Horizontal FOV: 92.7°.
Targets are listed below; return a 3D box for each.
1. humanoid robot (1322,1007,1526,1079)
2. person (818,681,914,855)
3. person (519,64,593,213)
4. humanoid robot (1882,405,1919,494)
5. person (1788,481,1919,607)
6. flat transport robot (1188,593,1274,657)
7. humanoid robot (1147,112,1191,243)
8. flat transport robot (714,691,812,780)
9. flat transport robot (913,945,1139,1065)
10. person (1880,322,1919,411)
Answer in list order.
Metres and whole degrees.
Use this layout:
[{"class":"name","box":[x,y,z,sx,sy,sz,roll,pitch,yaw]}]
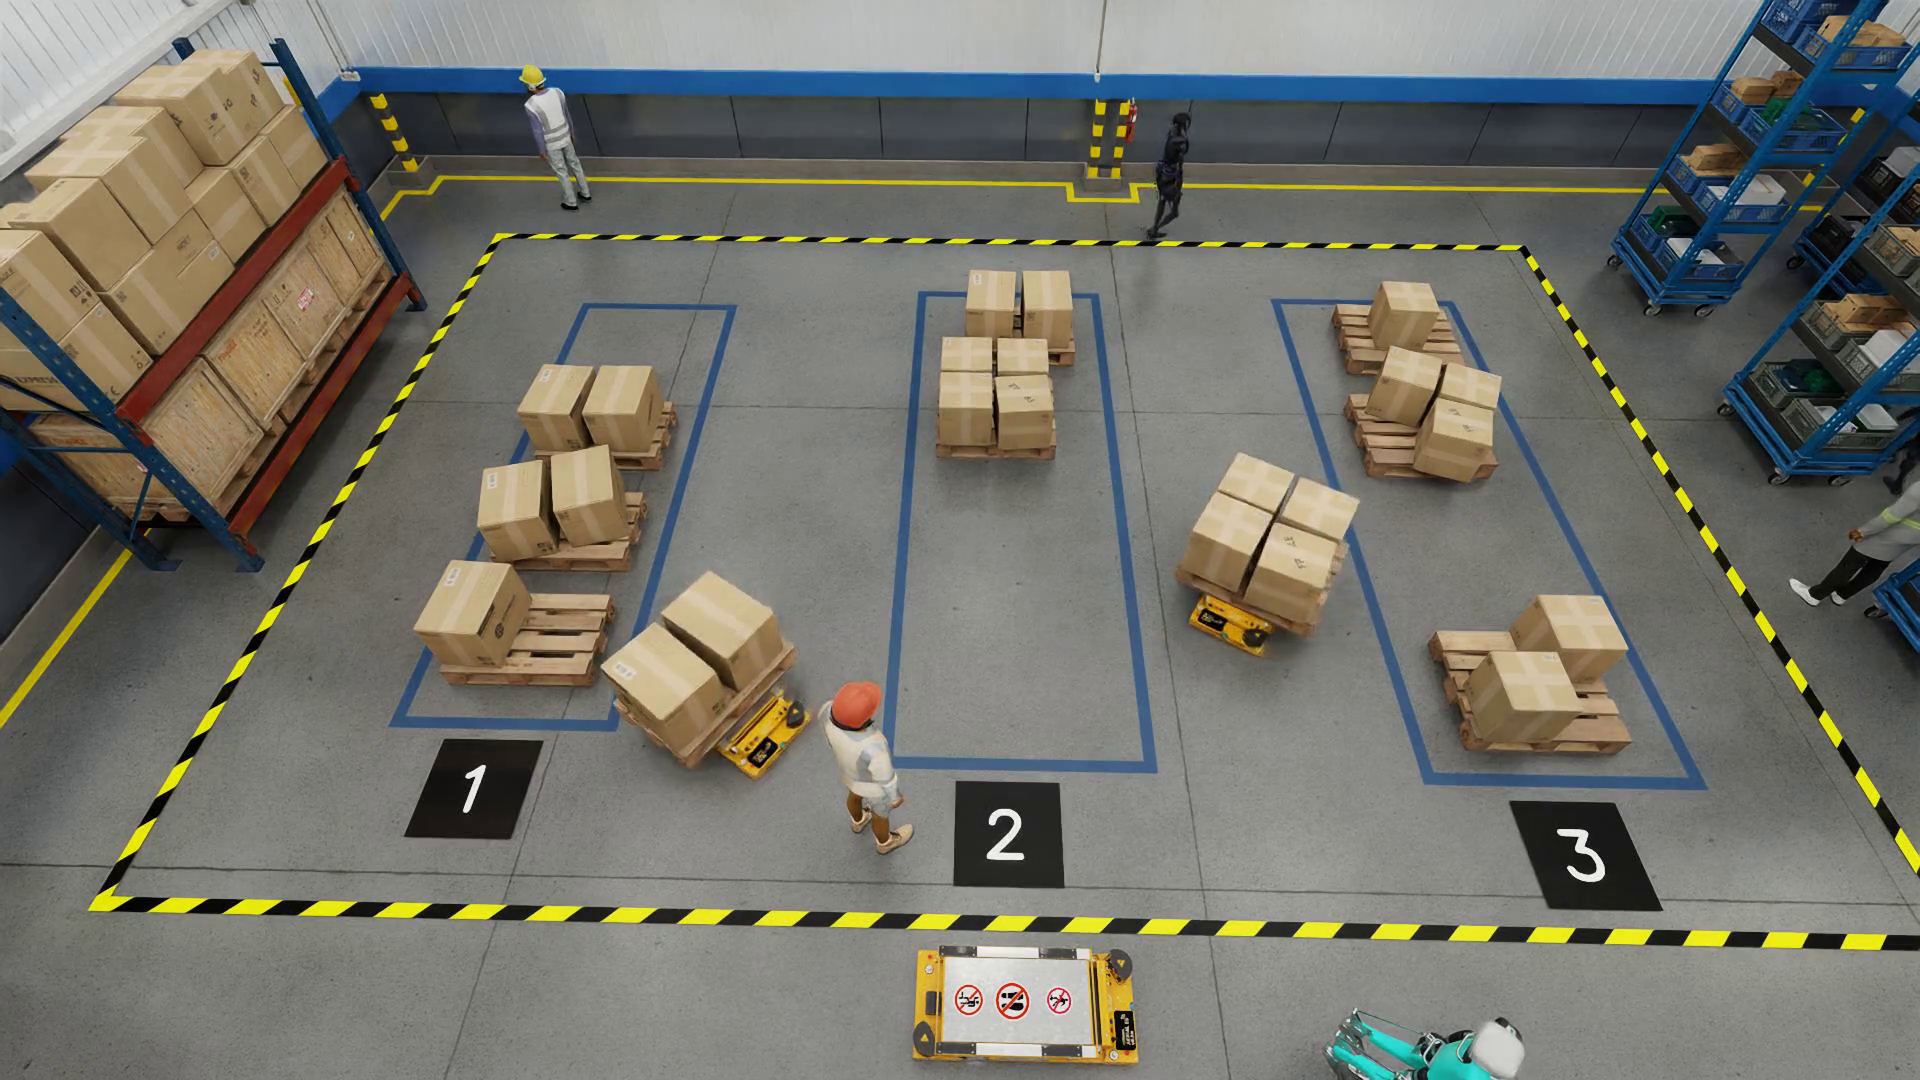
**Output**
[{"class":"humanoid robot","box":[2.442,2.847,5.133,0.533,1.673,0.735,-35,59,-25]},{"class":"person","box":[-0.611,1.528,6.095,0.607,2.048,0.365,36,59,25]},{"class":"person","box":[-5.130,-5.072,11.607,0.404,1.835,0.599,24,55,18]},{"class":"humanoid robot","box":[9.253,-1.219,8.591,0.601,1.633,0.767,7,51,5]},{"class":"person","box":[7.701,-0.088,7.536,0.588,1.852,0.370,0,51,0]},{"class":"flat transport robot","box":[2.639,0.334,8.196,0.652,0.197,1.431,26,55,20]},{"class":"humanoid robot","box":[2.535,-4.413,11.175,0.381,1.650,0.601,-8,51,-6]},{"class":"flat transport robot","box":[-1.963,1.273,7.430,1.431,0.197,0.652,29,57,22]},{"class":"flat transport robot","box":[0.422,3.041,6.007,1.431,0.231,0.659,1,51,1]},{"class":"person","box":[9.785,-2.187,9.271,0.645,1.810,0.743,-4,51,-4]}]
